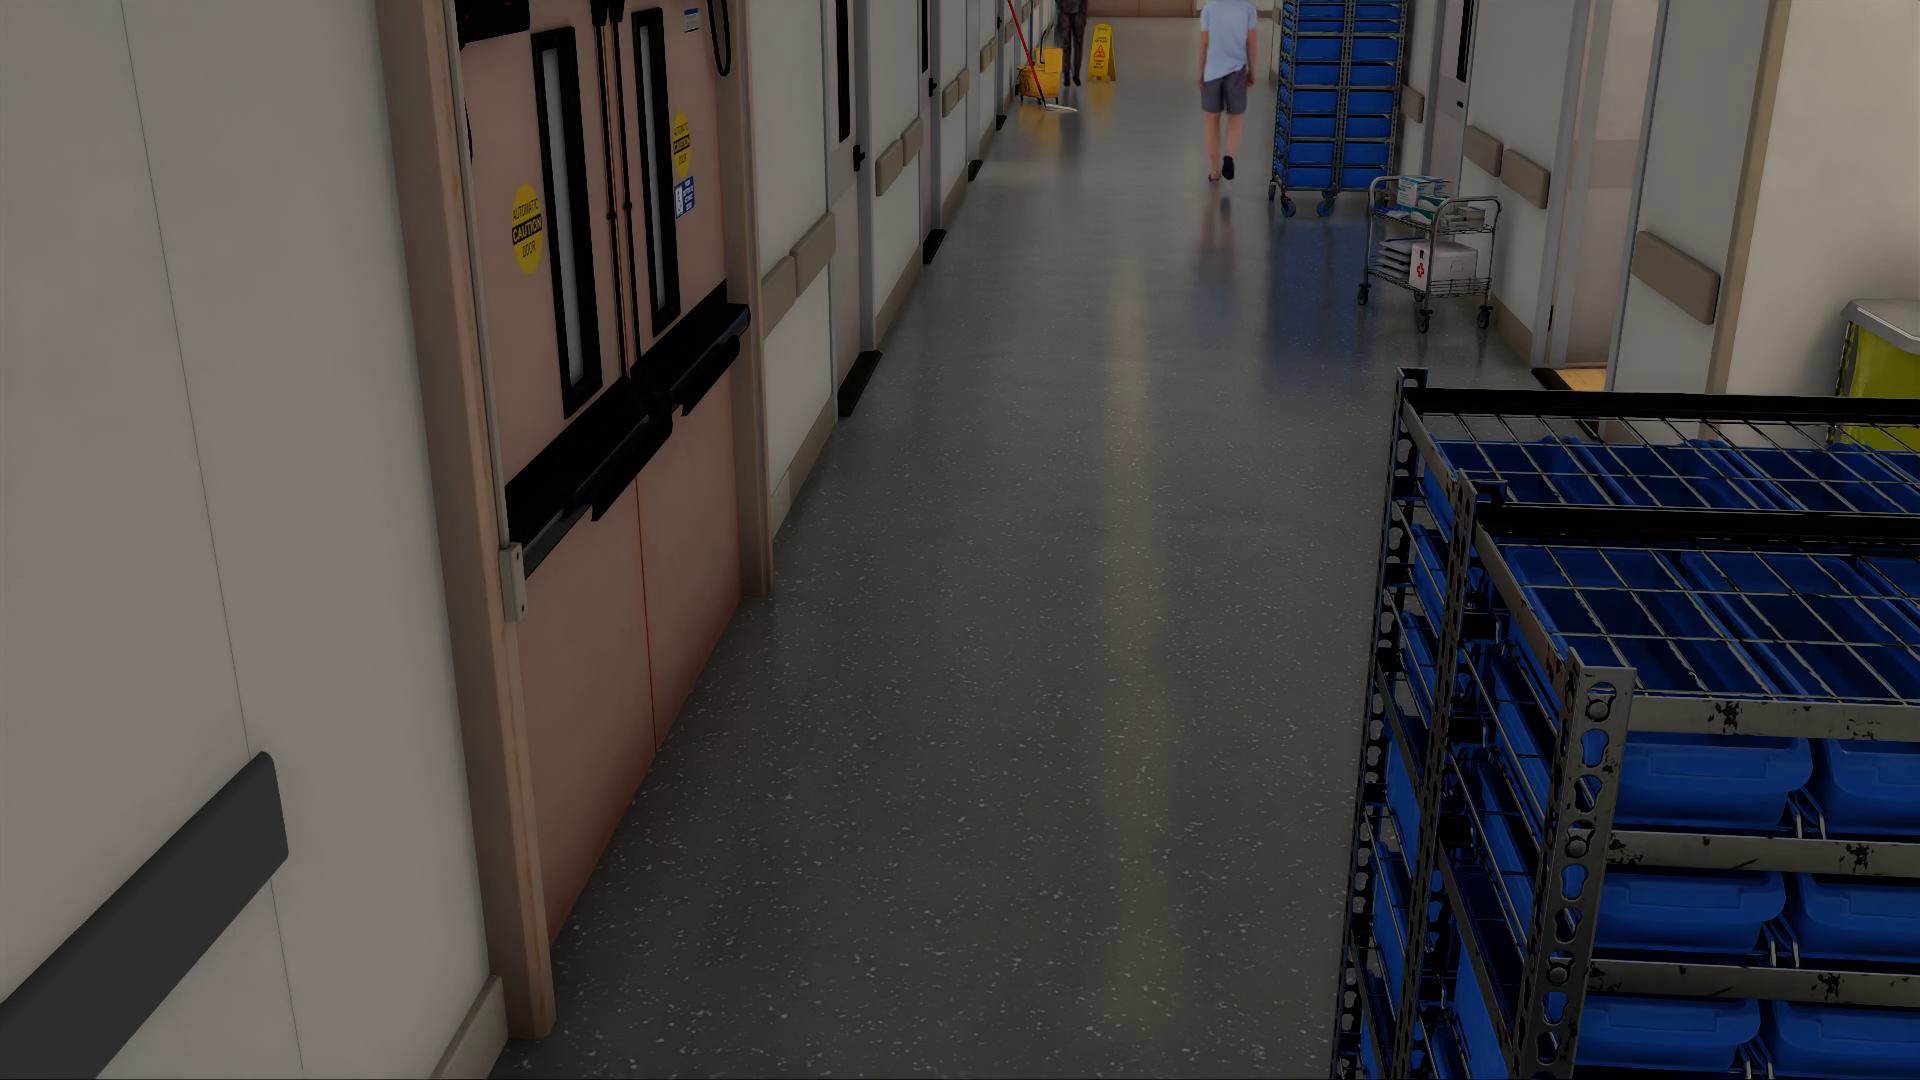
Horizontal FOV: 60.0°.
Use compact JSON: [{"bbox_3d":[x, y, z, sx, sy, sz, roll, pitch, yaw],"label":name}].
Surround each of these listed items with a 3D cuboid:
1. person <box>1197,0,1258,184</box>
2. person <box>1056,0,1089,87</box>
[{"bbox_3d":[2.256,-3.944,14.188,0.691,1.816,0.901,3,21,9],"label":"person"},{"bbox_3d":[1.486,-6.943,22.275,0.603,1.697,0.700,1,21,2],"label":"person"}]
